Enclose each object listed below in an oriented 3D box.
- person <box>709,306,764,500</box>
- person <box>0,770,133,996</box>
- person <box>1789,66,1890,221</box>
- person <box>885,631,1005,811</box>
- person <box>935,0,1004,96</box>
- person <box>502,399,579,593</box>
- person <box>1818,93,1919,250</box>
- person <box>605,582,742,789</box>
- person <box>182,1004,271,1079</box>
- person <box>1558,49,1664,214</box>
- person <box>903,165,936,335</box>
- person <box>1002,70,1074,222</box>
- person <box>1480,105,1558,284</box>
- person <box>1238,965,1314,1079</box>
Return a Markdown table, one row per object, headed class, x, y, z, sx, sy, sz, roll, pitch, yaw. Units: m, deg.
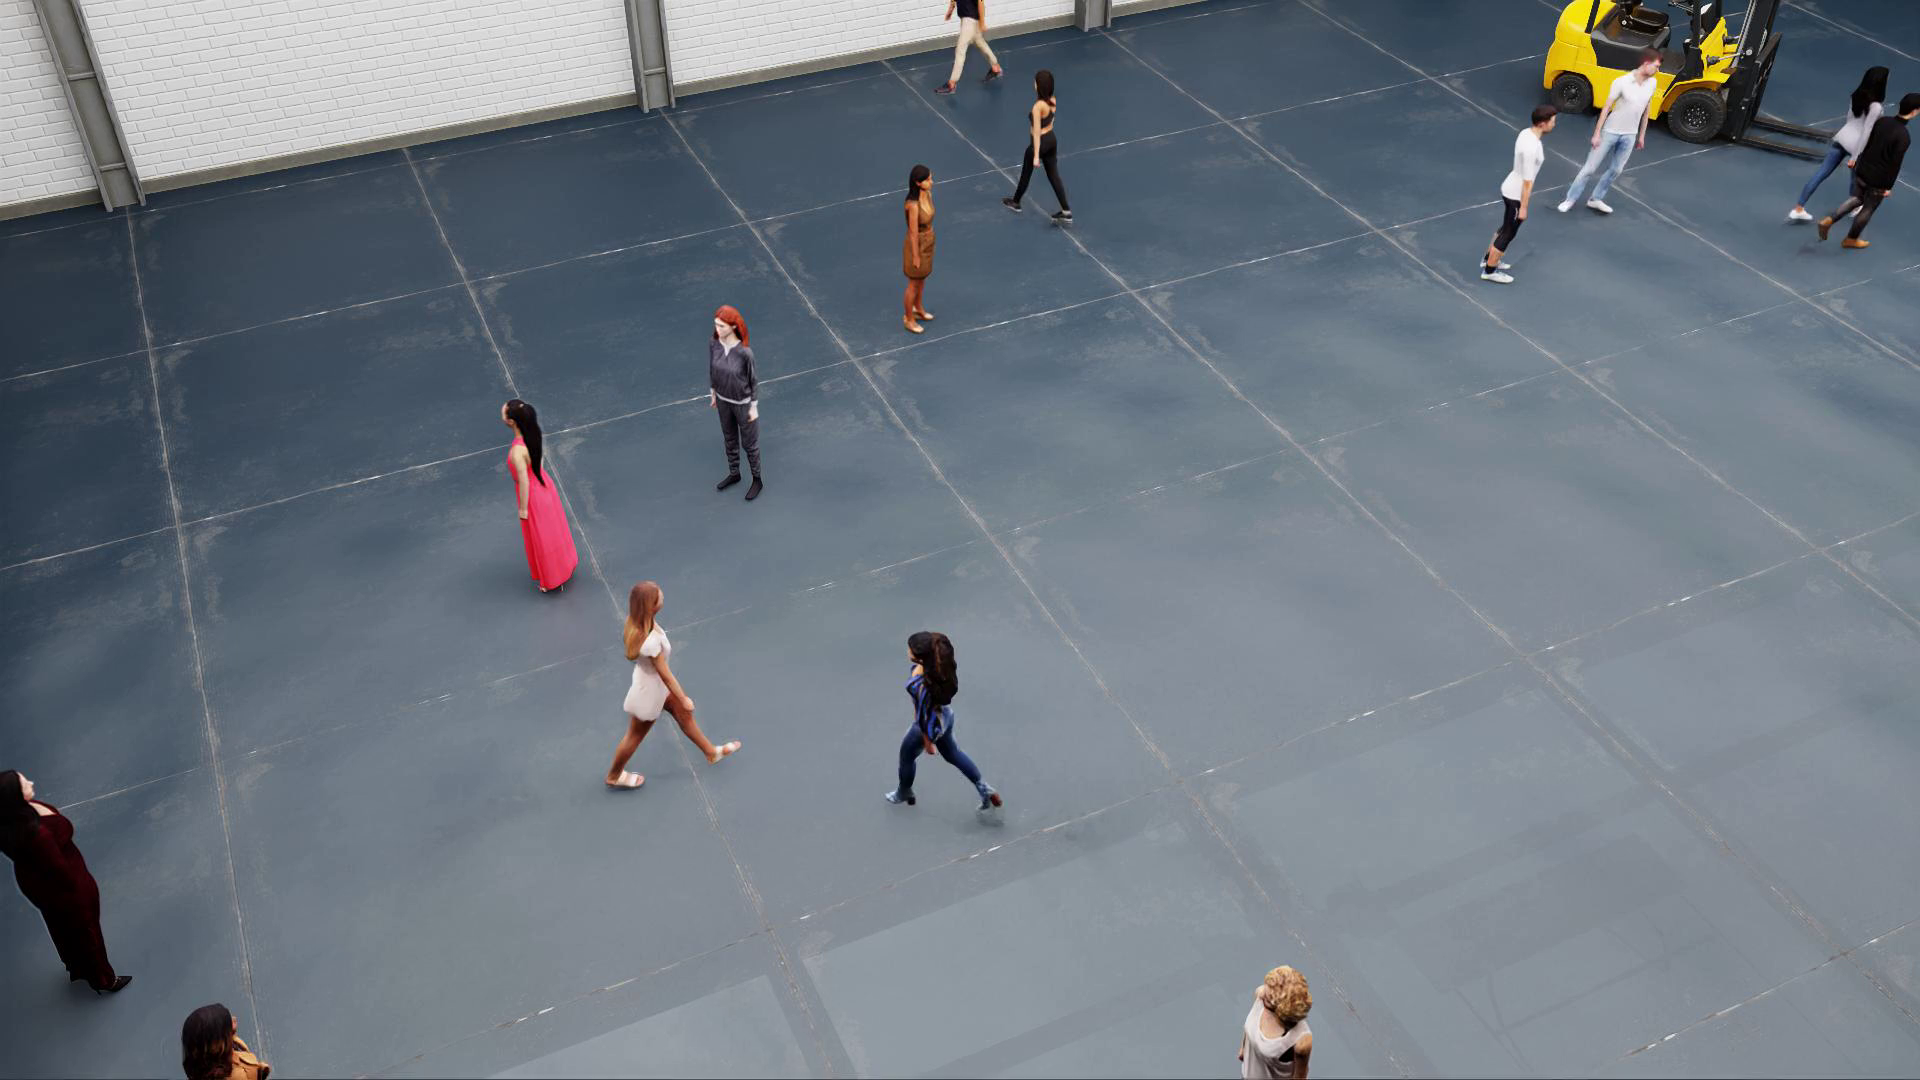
| class | x | y | z | sx | sy | sz | roll | pitch | yaw |
| --- | --- | --- | --- | --- | --- | --- | --- | --- | --- |
| person | -1.823 | -1.125 | 13.530 | 0.655 | 1.779 | 0.677 | 19 | 42 | 22 |
| person | -5.266 | 1.983 | 9.655 | 0.768 | 1.757 | 0.776 | 25 | 45 | 28 |
| person | 9.152 | -4.063 | 17.285 | 1.213 | 1.684 | 0.778 | -8 | 39 | -10 |
| person | -0.105 | 1.207 | 10.766 | 1.101 | 1.585 | 1.028 | 13 | 40 | 15 |
| person | 0.201 | -6.285 | 19.965 | 1.182 | 1.812 | 0.640 | -16 | 41 | -19 |
| person | -3.210 | -0.330 | 12.578 | 0.741 | 1.725 | 0.715 | 5 | 39 | 6 |
| person | 9.192 | -3.706 | 16.818 | 0.903 | 1.708 | 0.794 | -10 | 40 | -12 |
| person | -2.114 | 1.023 | 10.952 | 1.208 | 1.639 | 0.724 | -9 | 39 | -11 |
| person | -3.649 | 2.981 | 8.445 | 0.839 | 1.709 | 0.815 | -31 | 48 | -33 |
| person | 6.843 | -4.264 | 17.432 | 0.667 | 1.814 | 1.020 | 3 | 39 | 4 |
| person | -0.383 | -2.742 | 15.629 | 0.694 | 1.685 | 0.634 | 13 | 40 | 15 |
| person | 0.937 | -4.057 | 17.350 | 0.971 | 1.593 | 1.101 | 23 | 44 | 26 |
| person | 5.470 | -3.417 | 16.353 | 0.847 | 1.838 | 0.822 | 7 | 39 | 9 |
| person | 1.648 | 2.785 | 8.720 | 0.533 | 1.672 | 0.589 | -18 | 42 | -21 |
